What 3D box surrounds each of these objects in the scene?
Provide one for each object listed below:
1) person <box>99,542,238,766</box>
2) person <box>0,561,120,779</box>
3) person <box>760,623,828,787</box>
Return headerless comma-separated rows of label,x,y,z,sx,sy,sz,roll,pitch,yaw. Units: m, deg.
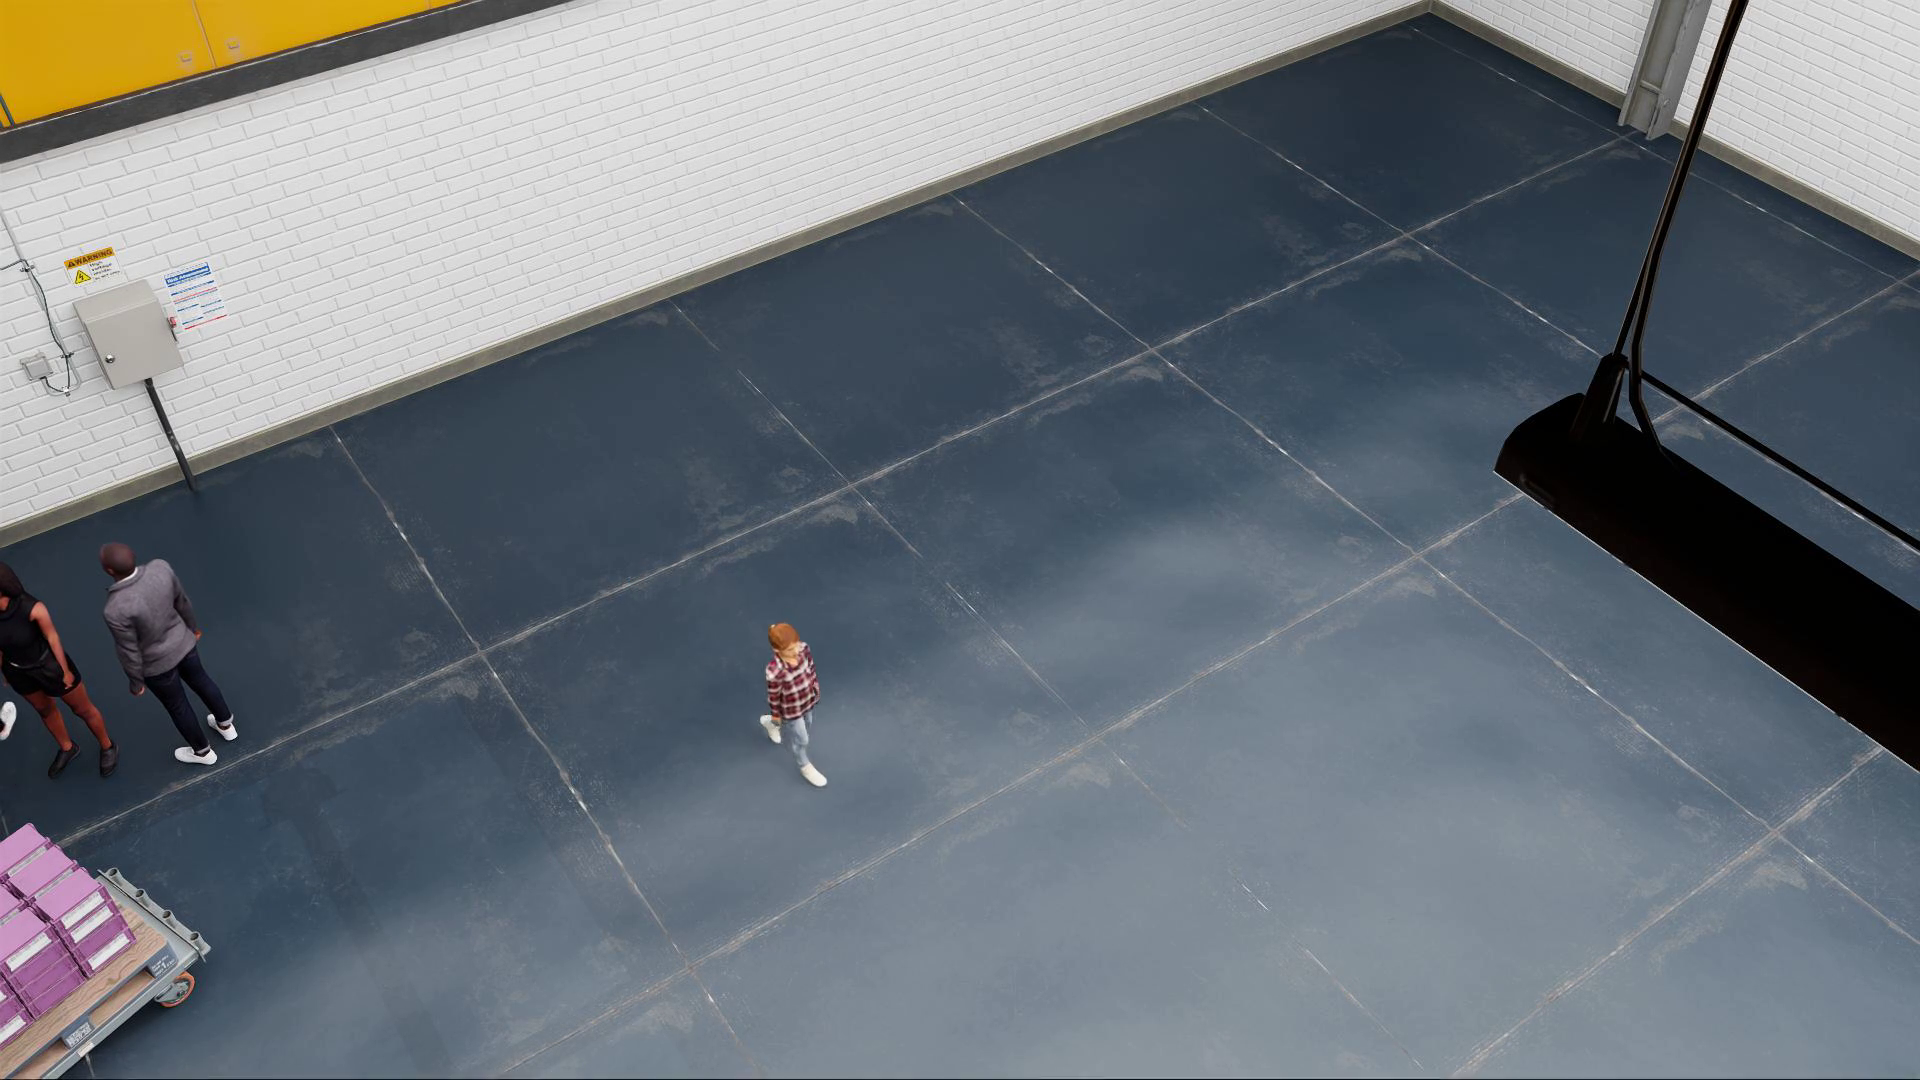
person,-4.838,0.686,10.140,0.789,1.819,0.804,18,46,18
person,-5.583,0.783,10.094,0.678,1.741,0.704,0,44,0
person,-1.064,0.947,10.246,0.877,1.293,0.687,27,50,25
